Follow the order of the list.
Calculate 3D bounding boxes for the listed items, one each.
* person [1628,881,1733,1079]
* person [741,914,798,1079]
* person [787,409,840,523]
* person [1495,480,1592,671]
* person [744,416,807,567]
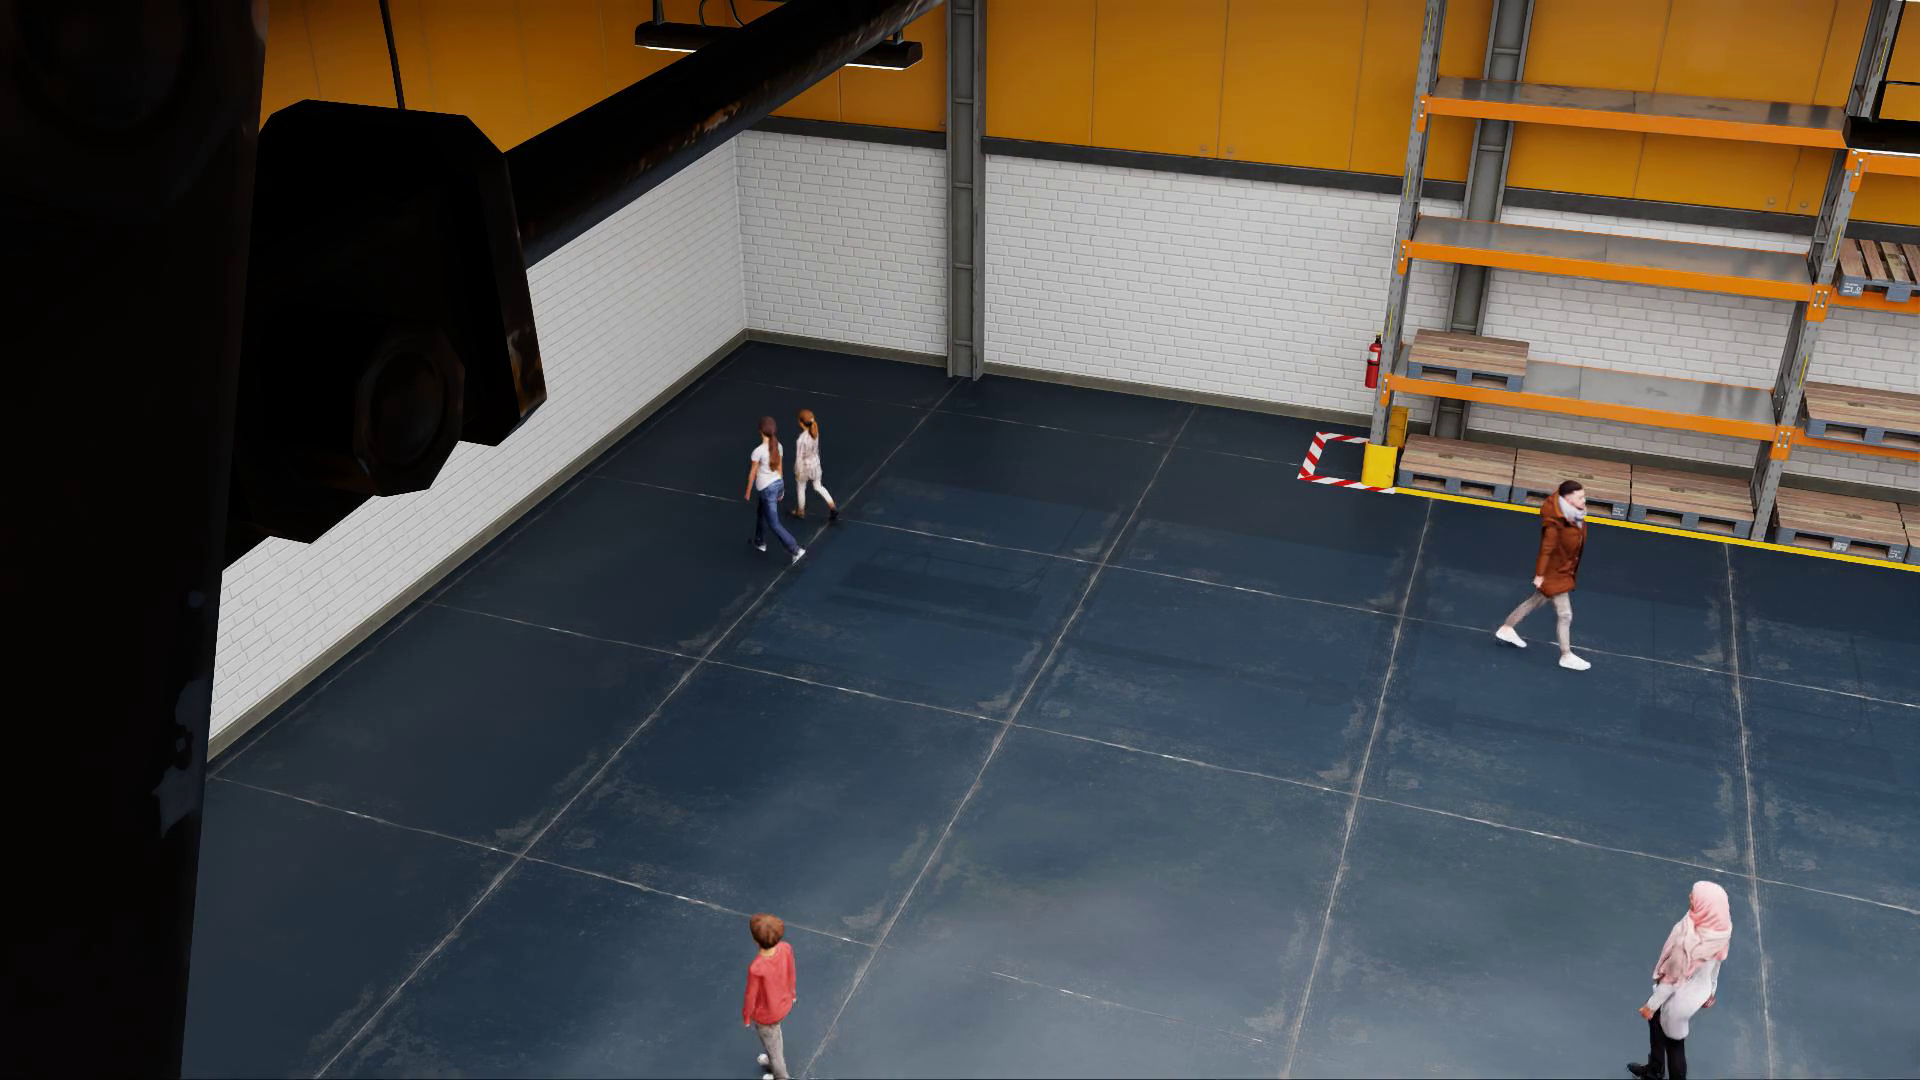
[{"bbox_3d":[4.557,2.878,10.282,0.784,1.791,0.827,-22,35,-34],"label":"person"},{"bbox_3d":[-1.140,2.967,10.515,0.669,1.411,0.613,20,34,32],"label":"person"},{"bbox_3d":[-1.541,-0.759,17.466,0.925,1.297,0.687,19,34,31],"label":"person"},{"bbox_3d":[5.290,0.279,15.040,1.177,1.798,0.849,16,33,27],"label":"person"},{"bbox_3d":[-1.864,-0.471,16.702,1.123,1.522,0.756,19,34,30],"label":"person"}]
